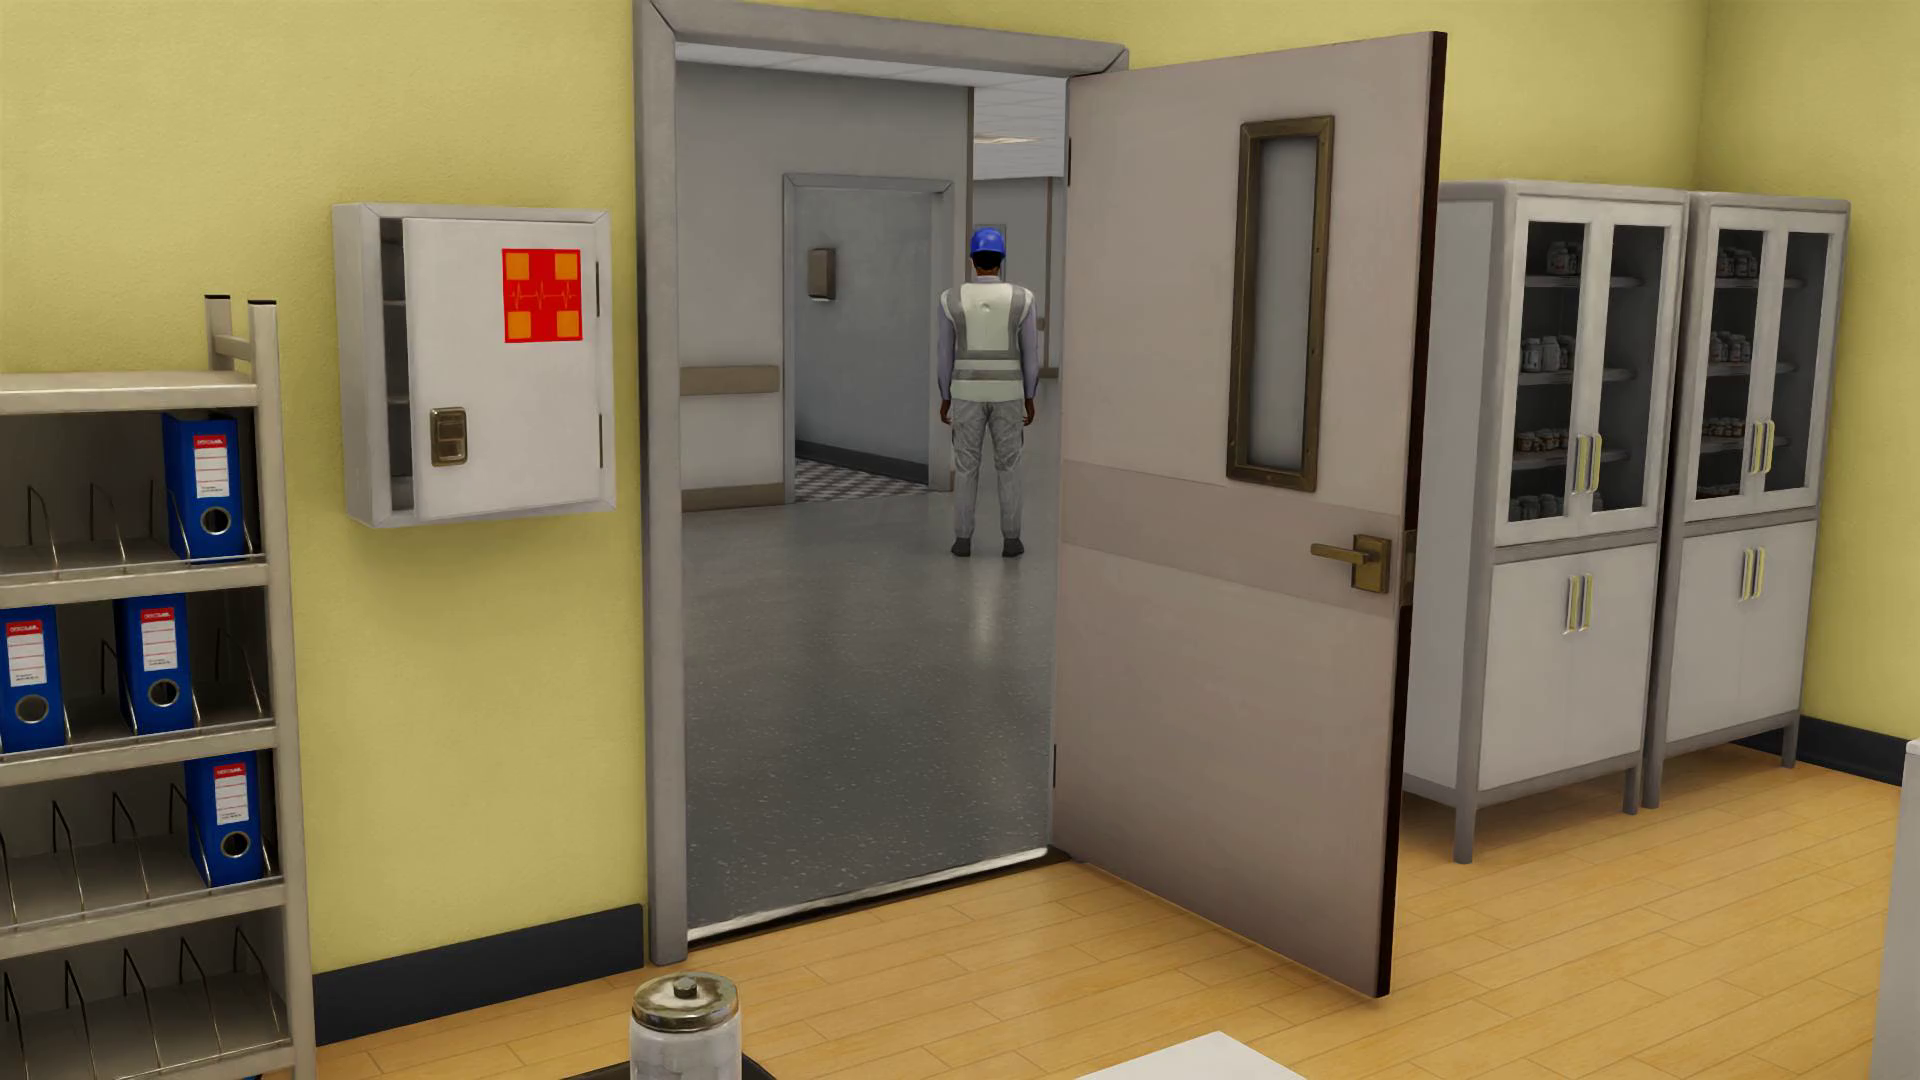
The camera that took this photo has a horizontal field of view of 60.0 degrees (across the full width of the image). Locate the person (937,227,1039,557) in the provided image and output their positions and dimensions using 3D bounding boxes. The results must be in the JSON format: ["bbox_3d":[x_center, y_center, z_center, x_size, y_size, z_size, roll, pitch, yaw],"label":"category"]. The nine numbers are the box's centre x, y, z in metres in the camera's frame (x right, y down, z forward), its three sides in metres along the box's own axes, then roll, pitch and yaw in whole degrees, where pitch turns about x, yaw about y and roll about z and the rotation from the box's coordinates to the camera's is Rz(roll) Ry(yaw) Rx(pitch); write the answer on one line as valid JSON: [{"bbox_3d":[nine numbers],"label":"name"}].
[{"bbox_3d":[0.161,-0.858,9.800,0.601,1.942,0.394,1,10,1],"label":"person"}]
